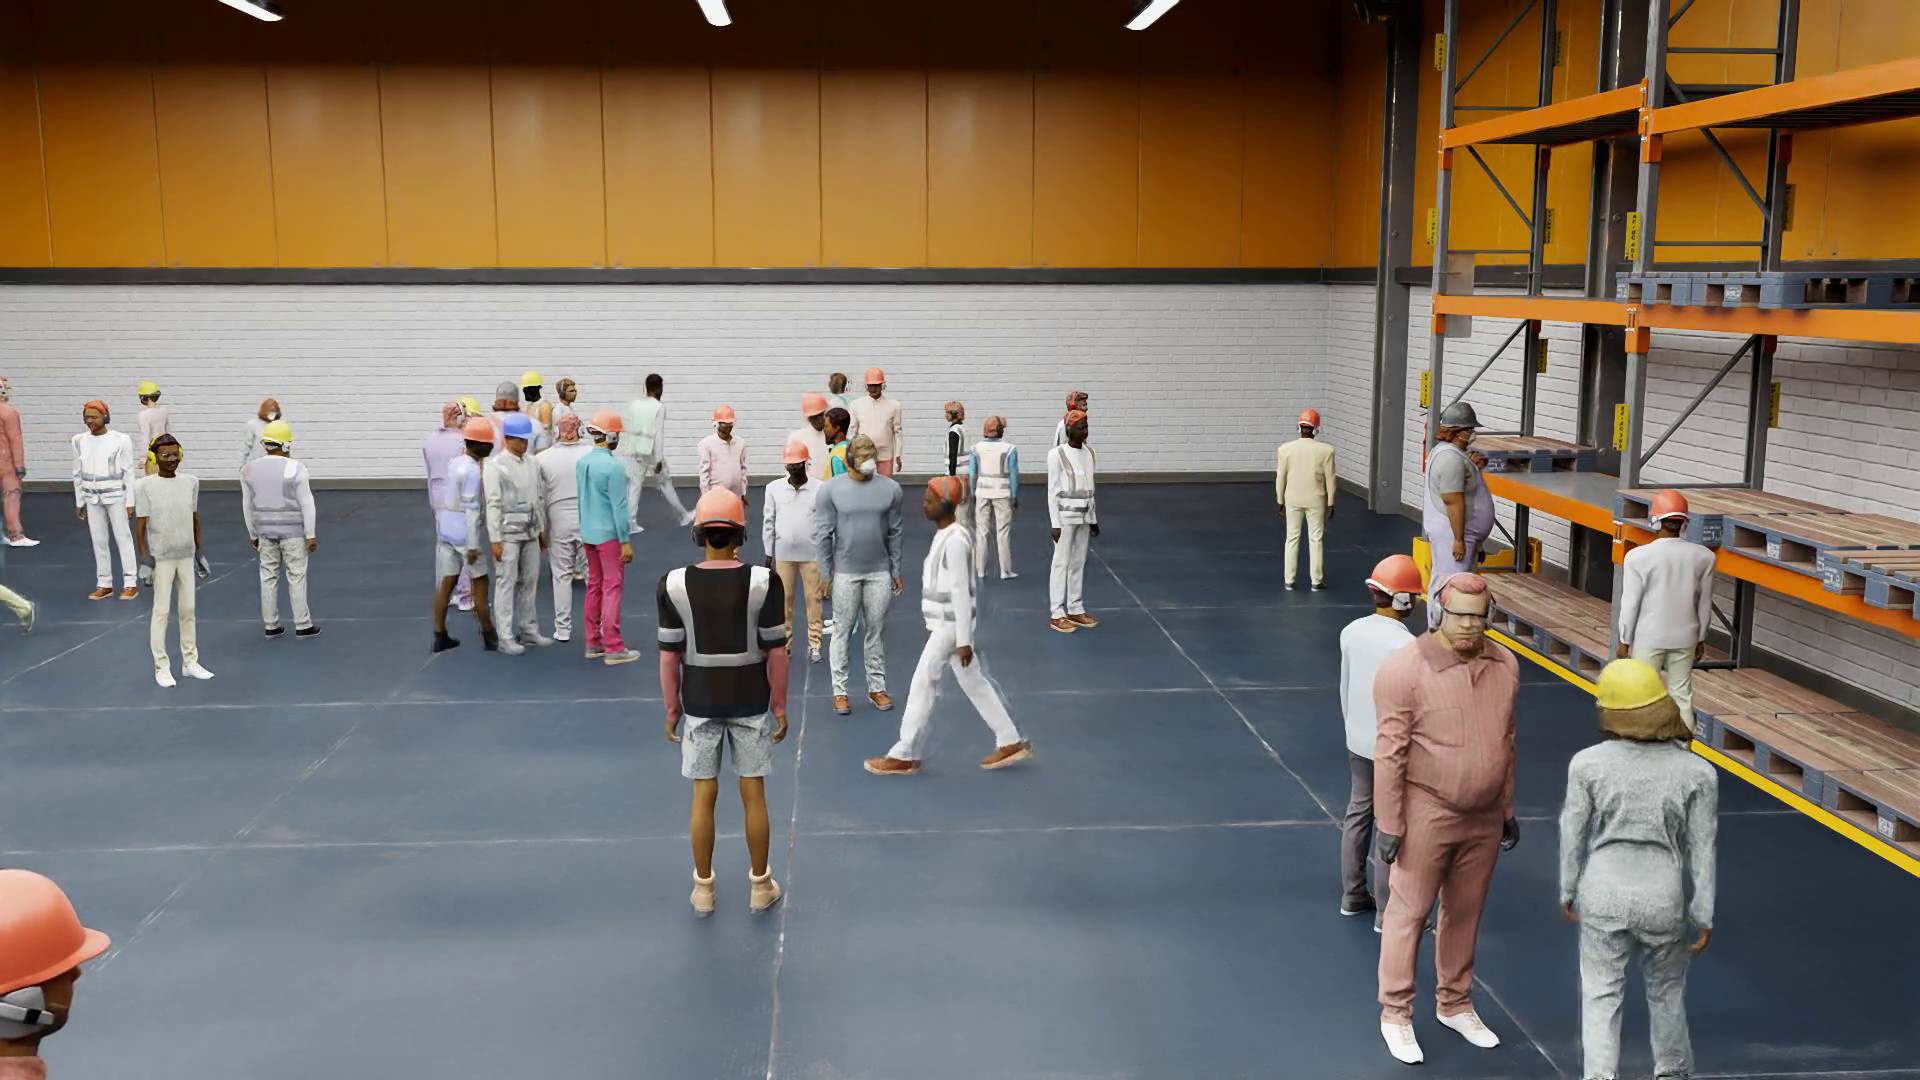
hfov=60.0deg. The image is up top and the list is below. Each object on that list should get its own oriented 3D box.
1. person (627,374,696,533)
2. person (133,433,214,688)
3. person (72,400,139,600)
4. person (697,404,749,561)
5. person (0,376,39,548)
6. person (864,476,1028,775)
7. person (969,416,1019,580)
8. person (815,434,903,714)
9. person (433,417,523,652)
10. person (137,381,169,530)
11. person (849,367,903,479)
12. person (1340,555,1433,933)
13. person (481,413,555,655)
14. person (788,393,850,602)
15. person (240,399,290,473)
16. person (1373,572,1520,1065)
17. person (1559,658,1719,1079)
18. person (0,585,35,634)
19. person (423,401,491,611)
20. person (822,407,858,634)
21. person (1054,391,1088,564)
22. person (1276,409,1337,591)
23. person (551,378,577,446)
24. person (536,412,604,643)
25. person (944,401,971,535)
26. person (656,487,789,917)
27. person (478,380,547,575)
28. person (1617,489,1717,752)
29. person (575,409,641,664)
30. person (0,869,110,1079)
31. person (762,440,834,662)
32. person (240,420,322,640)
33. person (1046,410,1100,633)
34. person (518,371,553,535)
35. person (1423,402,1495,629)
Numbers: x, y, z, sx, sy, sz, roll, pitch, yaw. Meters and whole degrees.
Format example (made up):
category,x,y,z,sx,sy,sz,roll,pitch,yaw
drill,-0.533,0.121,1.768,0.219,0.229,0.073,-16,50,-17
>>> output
category,x,y,z,sx,sy,sz,roll,pitch,yaw
person,-3.607,-1.029,19.678,0.608,1.857,1.053,7,11,37
person,-5.817,0.141,12.309,0.319,1.871,0.532,6,11,34
person,-7.950,-0.365,15.477,0.578,1.877,0.342,1,9,3
person,-2.333,-0.473,16.522,0.324,1.752,0.562,9,13,44
person,-10.647,-0.867,18.524,0.643,1.910,0.400,4,10,22
person,-0.050,0.518,10.058,1.000,1.836,0.587,0,9,-3
person,0.335,-0.416,16.538,0.514,1.636,0.312,4,10,22
person,-0.685,0.231,11.528,0.630,1.939,0.370,-3,10,-20
person,-3.942,-0.030,13.347,0.677,1.902,0.555,-6,11,-35
person,-9.610,-1.006,19.836,0.310,1.769,0.523,1,9,7
person,-0.954,-0.958,18.813,0.616,1.993,0.395,0,9,-2
person,1.985,0.933,7.704,0.336,1.749,0.564,-4,10,-23
person,-3.539,-0.050,13.313,0.423,1.935,0.613,5,10,27
person,-1.320,-0.438,15.789,0.601,1.941,1.079,0,9,-1
person,-8.068,-0.850,19.388,0.554,1.583,0.776,-7,11,-36
person,1.901,1.061,6.425,0.652,1.904,0.402,-4,10,-21
person,2.400,1.241,5.907,0.527,1.701,0.671,3,10,20
person,-8.031,0.005,13.593,0.569,1.733,0.695,4,10,26
person,-4.542,-0.308,15.052,0.649,1.899,0.399,6,11,35
person,-0.993,-0.165,14.076,0.389,1.919,0.592,0,9,3
person,1.131,-0.623,17.225,0.386,1.837,0.563,3,9,17
person,3.325,-0.385,15.974,0.576,1.749,0.335,3,10,20
person,-4.517,-0.936,19.148,0.337,1.845,0.514,0,9,0
person,-3.188,-0.102,13.743,0.643,1.901,0.400,-2,9,-13
person,-0.026,-0.736,18.575,0.317,1.629,0.508,2,9,14
person,-1.108,0.766,7.850,0.606,2.042,0.379,-1,9,-4
person,-4.378,-0.566,16.211,0.711,2.000,0.660,-2,9,-14
person,4.215,0.569,9.982,0.559,1.752,0.325,-1,9,-4
person,-2.763,-0.030,13.034,0.404,1.986,0.619,-8,12,-42
person,-1.668,1.562,2.994,0.612,1.996,0.388,5,10,29
person,-1.266,0.088,13.003,0.572,1.751,0.329,1,9,4
person,-5.618,-0.078,13.802,0.598,1.832,0.404,1,9,5
person,0.973,-0.165,14.189,0.355,1.883,0.574,8,12,43
person,-4.929,-1.017,19.443,0.410,1.917,0.587,-6,11,-32
person,3.931,-0.073,13.115,0.537,2.000,0.682,1,9,5
